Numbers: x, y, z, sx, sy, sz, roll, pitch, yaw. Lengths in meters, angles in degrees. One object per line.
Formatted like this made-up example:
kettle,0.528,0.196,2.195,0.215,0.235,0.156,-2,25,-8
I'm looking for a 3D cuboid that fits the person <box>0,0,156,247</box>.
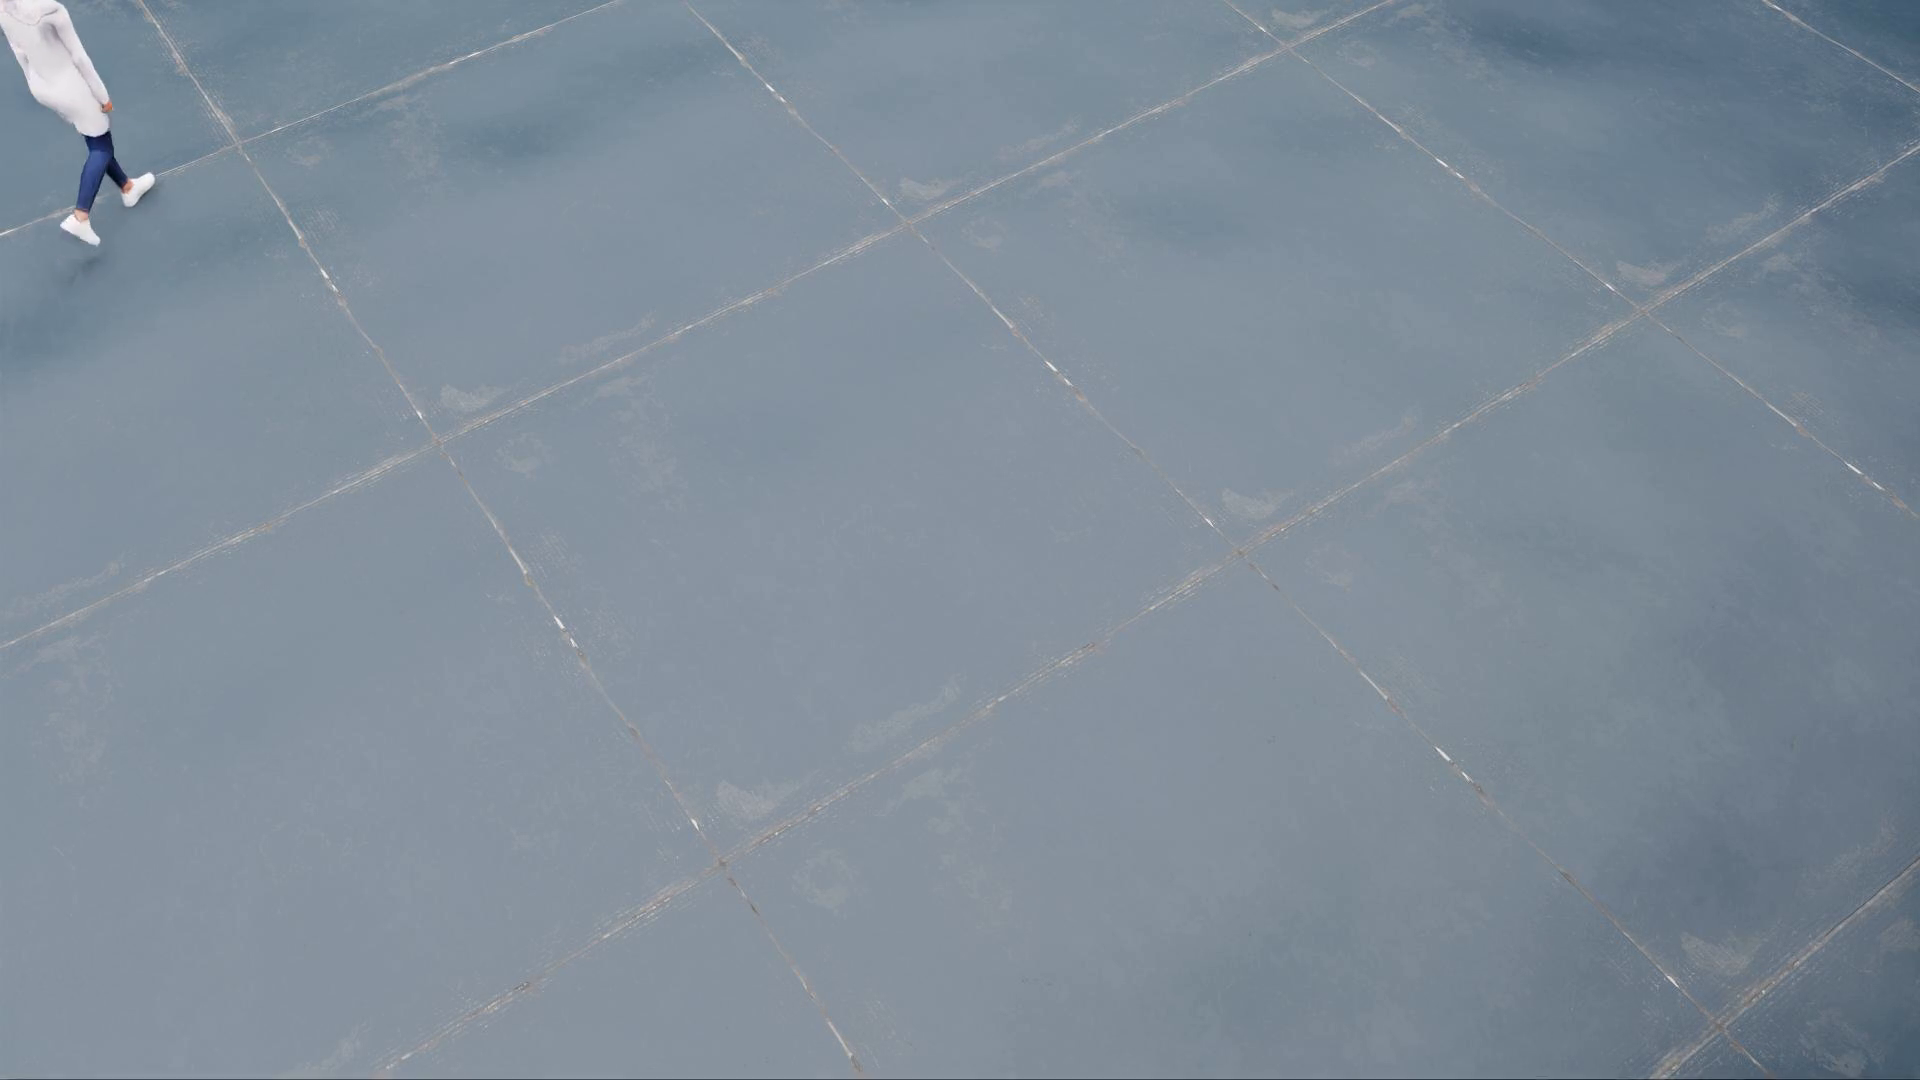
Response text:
person,-4.982,-2.417,9.174,1.042,1.755,1.047,14,53,10
